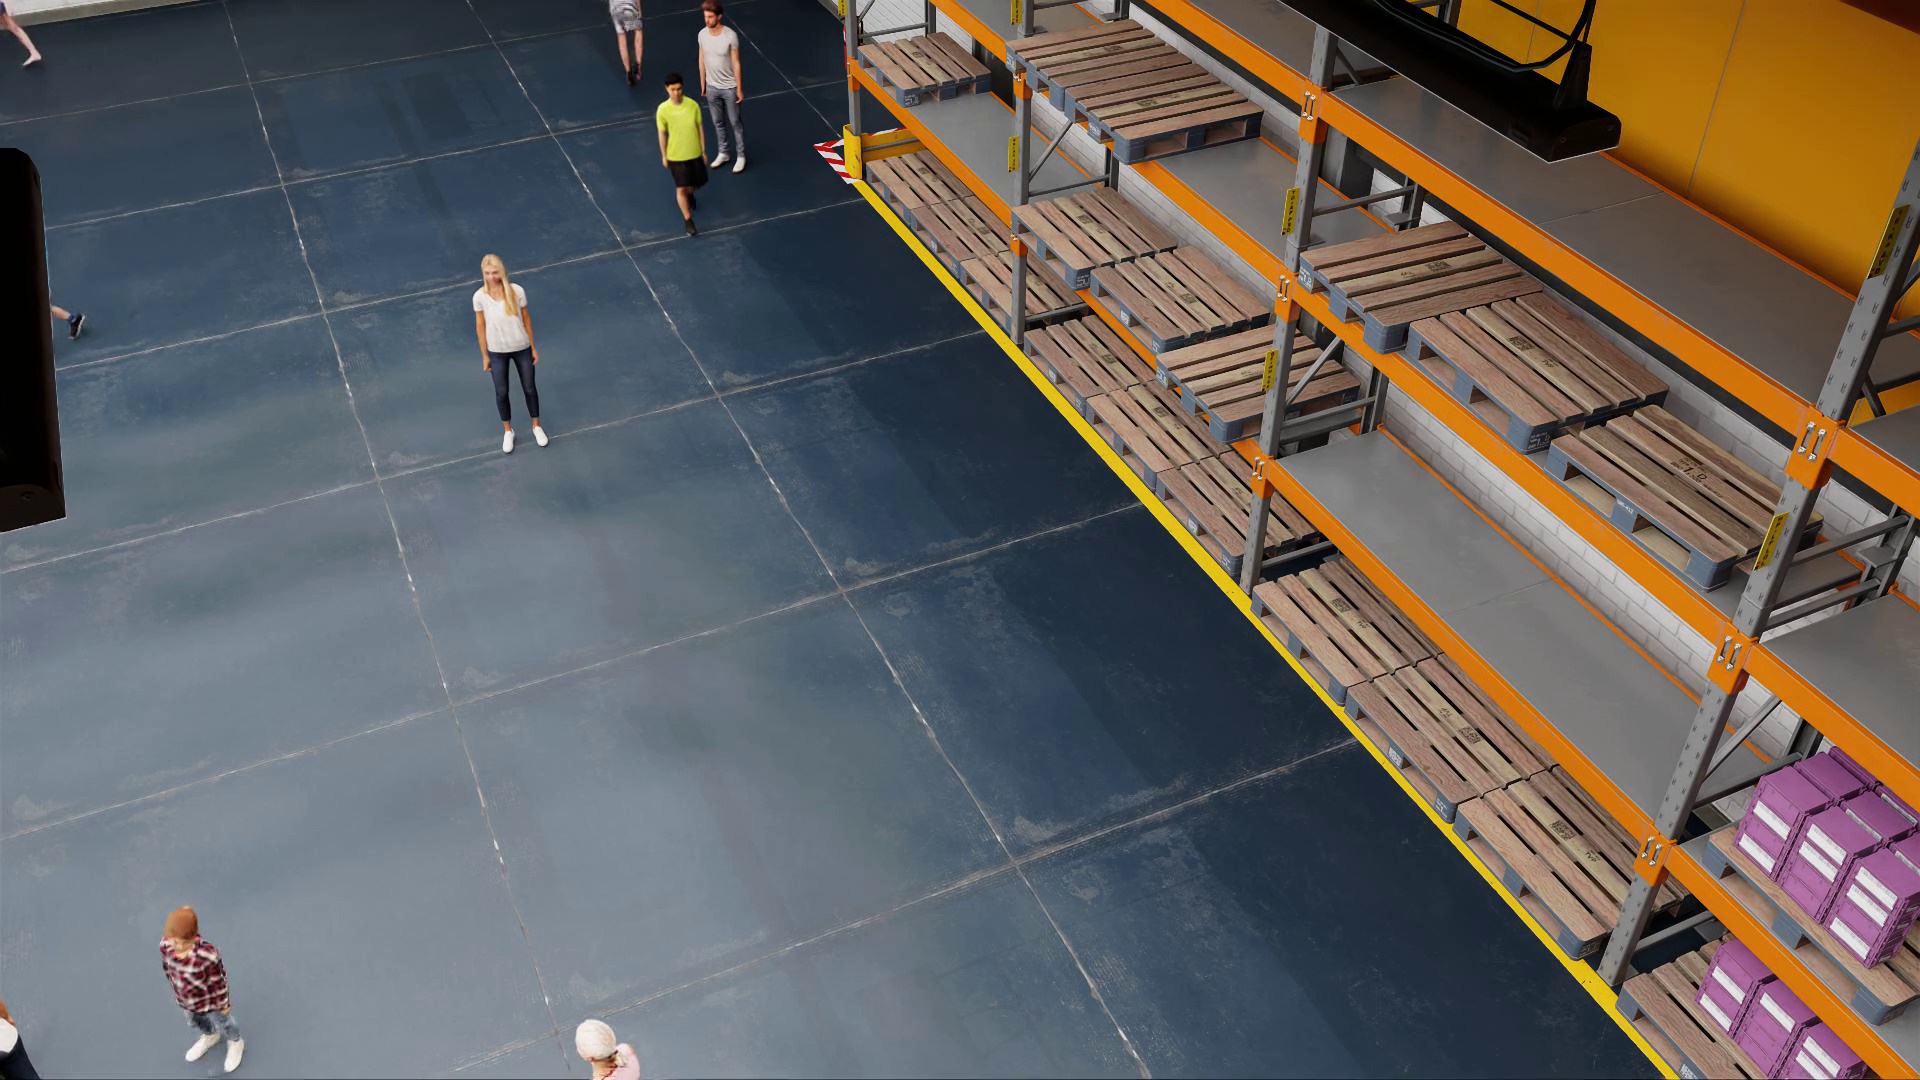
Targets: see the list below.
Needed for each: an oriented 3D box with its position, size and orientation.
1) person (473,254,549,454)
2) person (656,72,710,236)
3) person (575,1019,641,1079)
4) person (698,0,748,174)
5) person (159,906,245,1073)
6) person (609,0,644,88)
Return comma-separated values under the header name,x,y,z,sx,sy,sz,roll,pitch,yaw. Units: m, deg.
name,x,y,z,sx,sy,sz,roll,pitch,yaw
person,-3.759,-1.572,13.879,0.632,1.808,0.533,-11,40,-13
person,-2.840,-3.998,17.009,0.614,1.694,0.839,-16,41,-19
person,-1.623,2.994,8.241,0.905,1.710,0.811,20,43,23
person,-2.564,-4.936,18.027,0.742,1.889,0.801,13,40,16
person,-4.215,2.473,9.227,0.664,1.293,0.706,19,42,22
person,-3.995,-6.244,19.727,0.698,1.812,0.727,2,39,2
